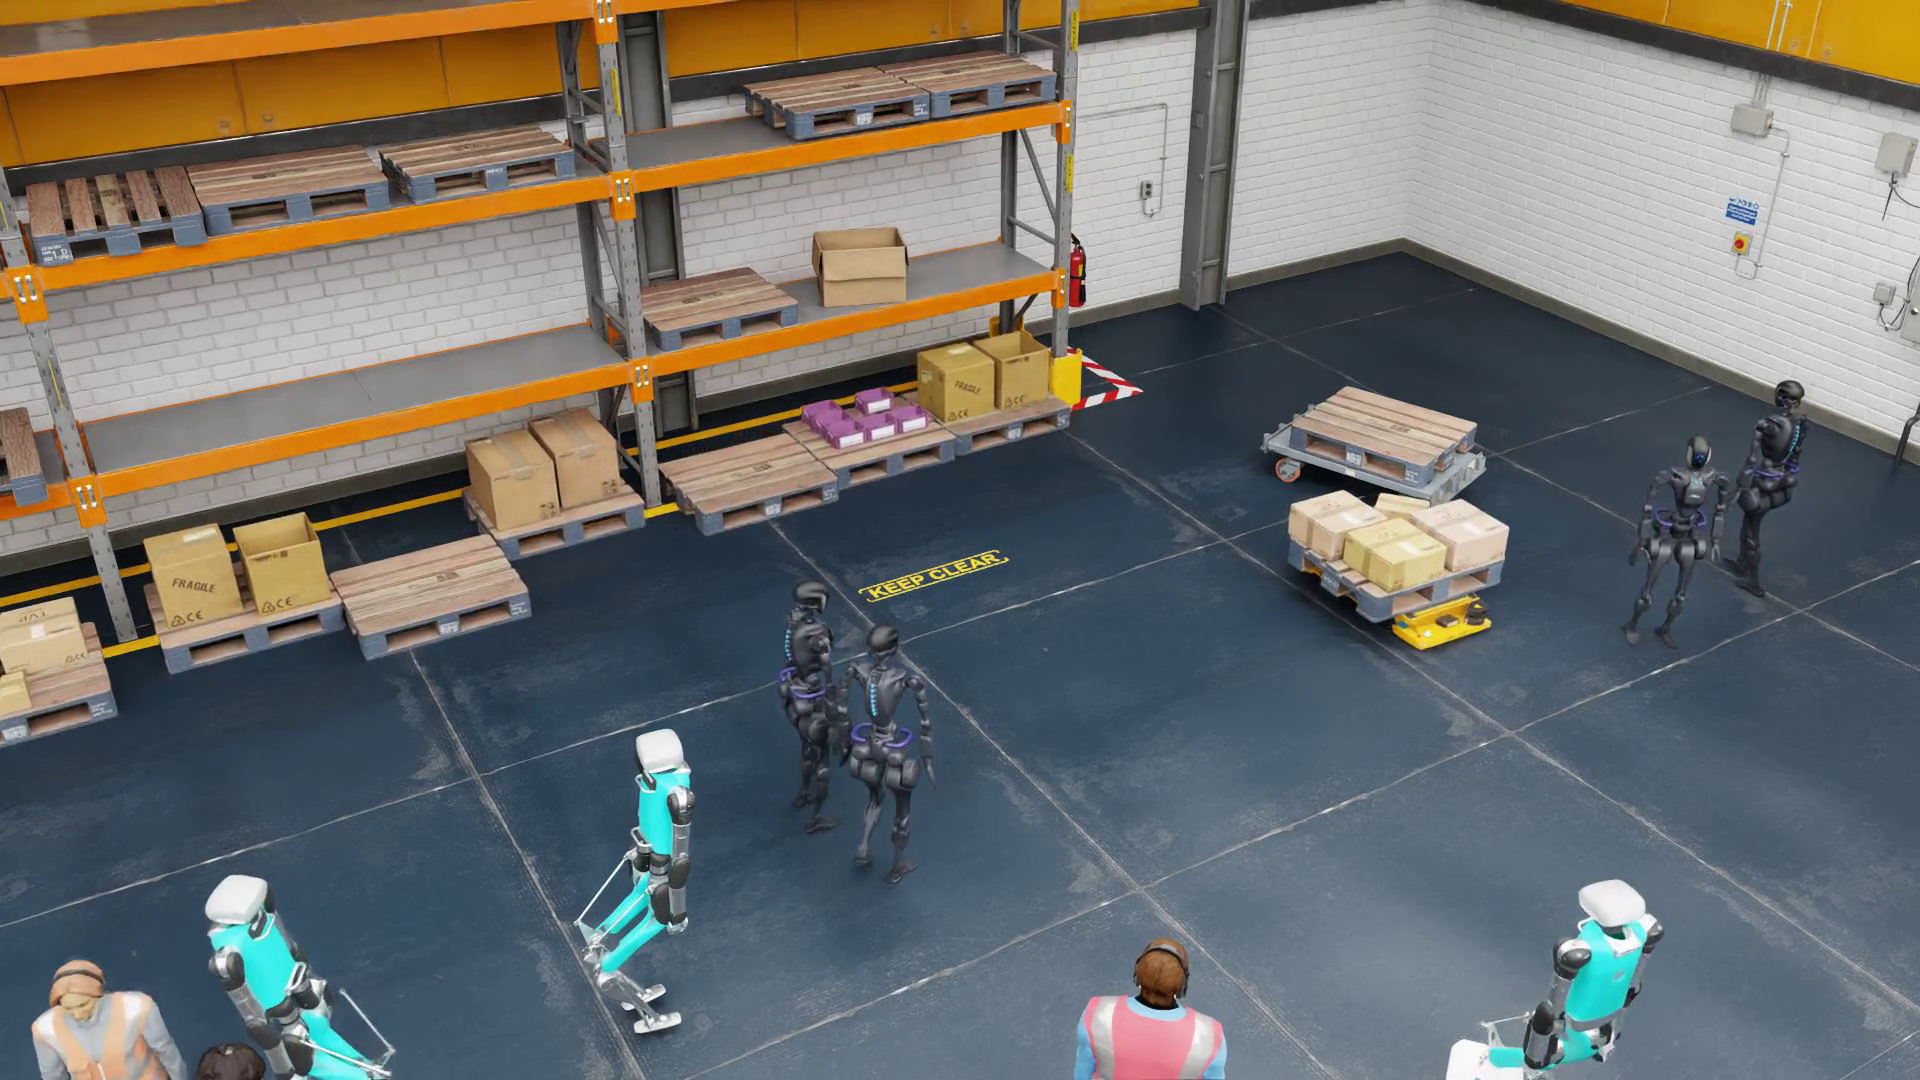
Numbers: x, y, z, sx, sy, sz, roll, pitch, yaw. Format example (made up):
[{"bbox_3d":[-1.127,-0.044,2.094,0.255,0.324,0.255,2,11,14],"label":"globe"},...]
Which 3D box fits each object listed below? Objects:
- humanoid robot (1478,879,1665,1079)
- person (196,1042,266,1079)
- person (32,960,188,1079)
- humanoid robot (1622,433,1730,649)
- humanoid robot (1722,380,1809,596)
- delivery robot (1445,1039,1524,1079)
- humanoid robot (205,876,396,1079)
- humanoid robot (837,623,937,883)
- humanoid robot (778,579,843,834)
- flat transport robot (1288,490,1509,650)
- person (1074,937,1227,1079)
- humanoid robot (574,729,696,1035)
[{"bbox_3d":[2.690,2.183,7.606,0.540,1.781,0.659,-12,32,-20],"label":"humanoid robot"},{"bbox_3d":[-2.747,2.717,6.529,0.415,1.878,0.531,-17,34,-28],"label":"person"},{"bbox_3d":[-3.652,2.449,7.257,0.525,1.626,0.367,-6,30,-10],"label":"person"},{"bbox_3d":[4.989,-0.004,11.544,0.613,1.642,0.313,2,30,3],"label":"humanoid robot"},{"bbox_3d":[5.909,-0.408,12.273,0.610,1.646,0.560,-13,32,-22],"label":"humanoid robot"},{"bbox_3d":[2.430,2.759,7.819,0.499,0.613,0.807,10,31,18],"label":"delivery robot"},{"bbox_3d":[-2.797,2.231,7.554,0.984,1.736,0.548,-1,29,-2],"label":"humanoid robot"},{"bbox_3d":[-0.425,1.230,9.384,0.612,1.655,0.381,10,31,17],"label":"humanoid robot"},{"bbox_3d":[-0.871,0.961,9.844,0.331,1.650,0.611,-16,33,-26],"label":"humanoid robot"},{"bbox_3d":[3.209,0.335,12.382,0.659,0.231,1.431,-14,33,-24],"label":"flat transport robot"},{"bbox_3d":[0.797,2.435,7.081,0.634,1.831,0.429,6,30,10],"label":"person"},{"bbox_3d":[-1.656,1.755,8.279,0.749,1.690,0.530,-16,33,-26],"label":"humanoid robot"}]
